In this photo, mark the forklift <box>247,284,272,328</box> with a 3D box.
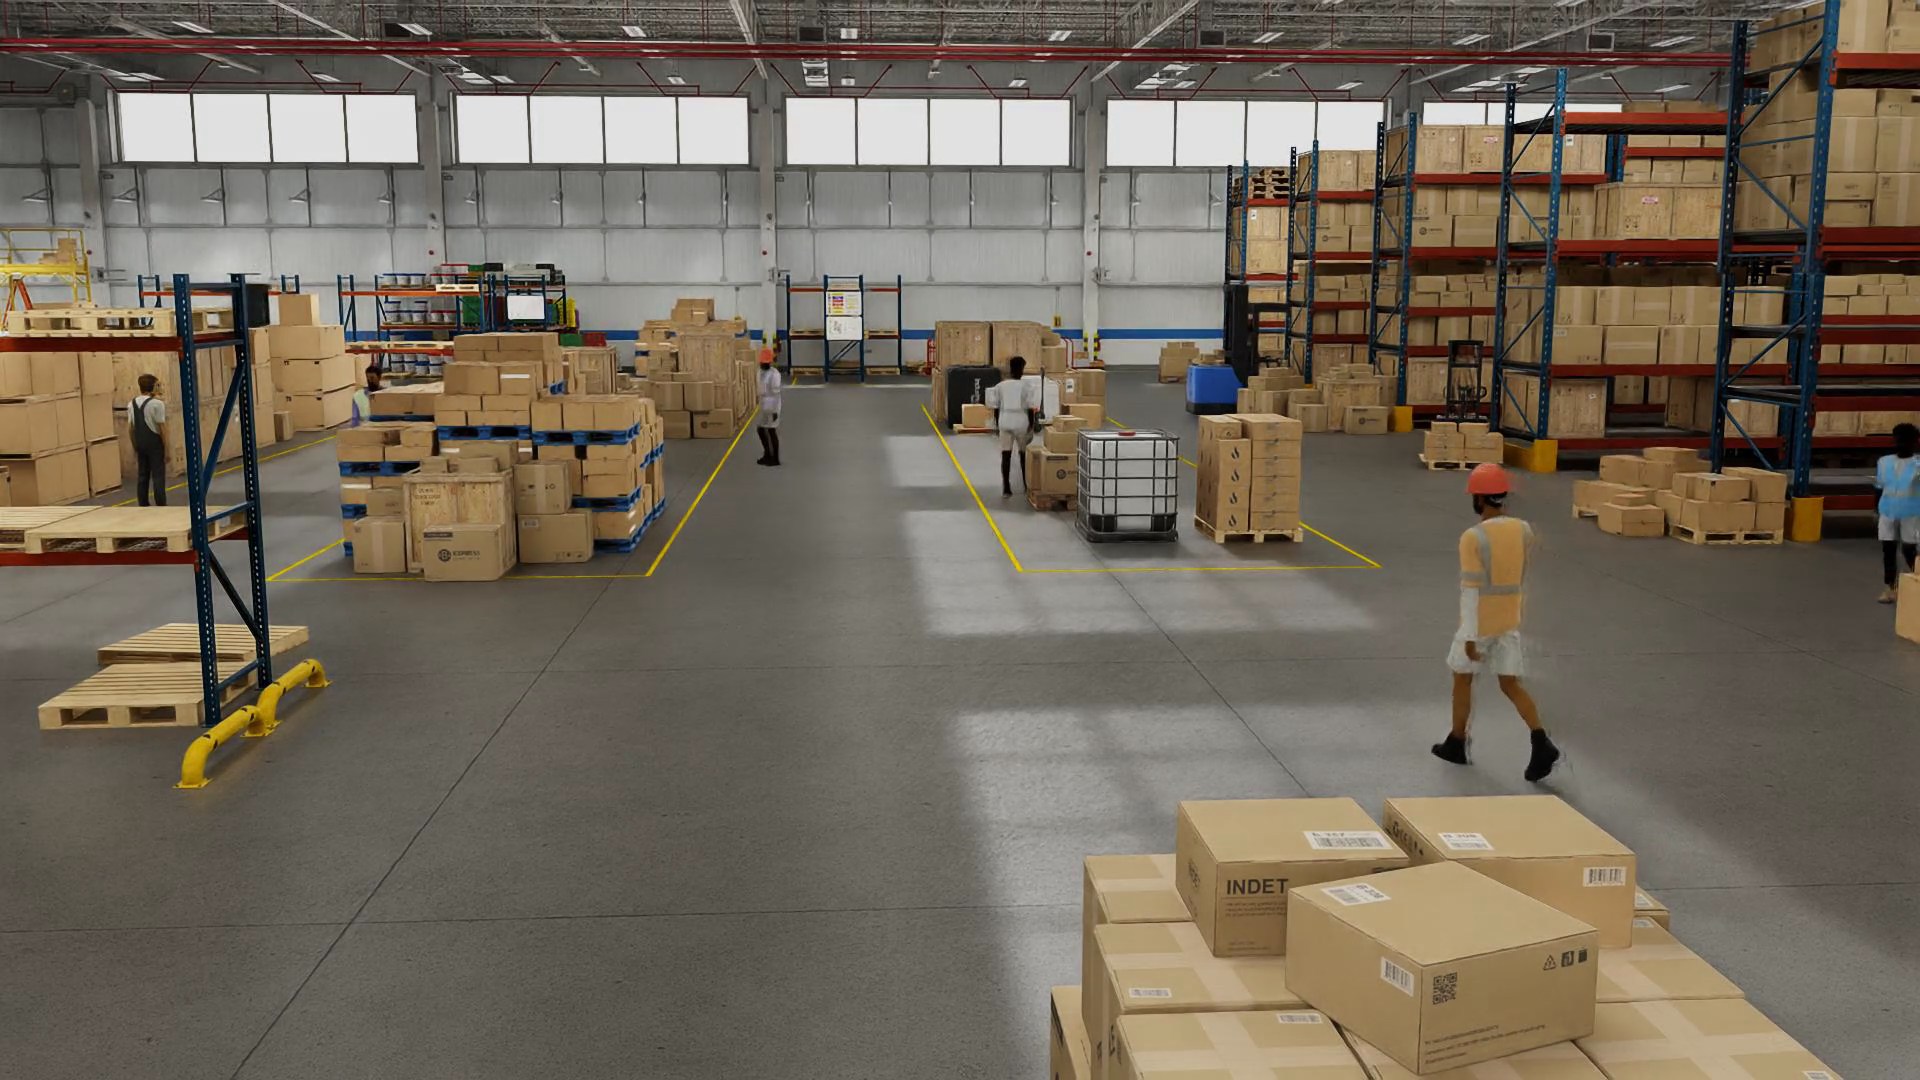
[{"bbox_3d":[-16.080,-4.509,38.341,1.873,2.768,1.129,-2,9,-12],"label":"forklift"}]

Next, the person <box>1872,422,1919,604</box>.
[{"bbox_3d":[8.670,-0.244,15.287,0.427,1.684,0.554,-6,11,-35],"label":"person"}]

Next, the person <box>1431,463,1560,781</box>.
[{"bbox_3d":[3.239,0.490,10.020,0.543,1.913,0.880,-4,10,-21],"label":"person"}]

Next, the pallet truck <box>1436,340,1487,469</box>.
[{"bbox_3d":[8.004,-2.170,26.422,0.823,1.965,1.885,2,9,14],"label":"pallet truck"}]

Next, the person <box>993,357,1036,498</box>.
[{"bbox_3d":[0.768,-1.560,22.852,0.616,1.899,1.027,3,9,17],"label":"person"}]

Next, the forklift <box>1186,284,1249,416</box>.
[{"bbox_3d":[5.866,-4.067,35.564,1.873,2.768,1.129,-1,9,-3],"label":"forklift"}]

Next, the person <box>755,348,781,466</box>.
[{"bbox_3d":[-3.038,-2.093,26.262,0.583,1.890,0.524,8,12,41],"label":"person"}]

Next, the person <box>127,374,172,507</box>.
[{"bbox_3d":[-9.794,-1.088,20.130,0.506,1.838,0.350,3,9,16],"label":"person"}]

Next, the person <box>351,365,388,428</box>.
[{"bbox_3d":[-7.532,-1.328,21.508,0.604,1.884,0.917,-1,9,-5],"label":"person"}]
